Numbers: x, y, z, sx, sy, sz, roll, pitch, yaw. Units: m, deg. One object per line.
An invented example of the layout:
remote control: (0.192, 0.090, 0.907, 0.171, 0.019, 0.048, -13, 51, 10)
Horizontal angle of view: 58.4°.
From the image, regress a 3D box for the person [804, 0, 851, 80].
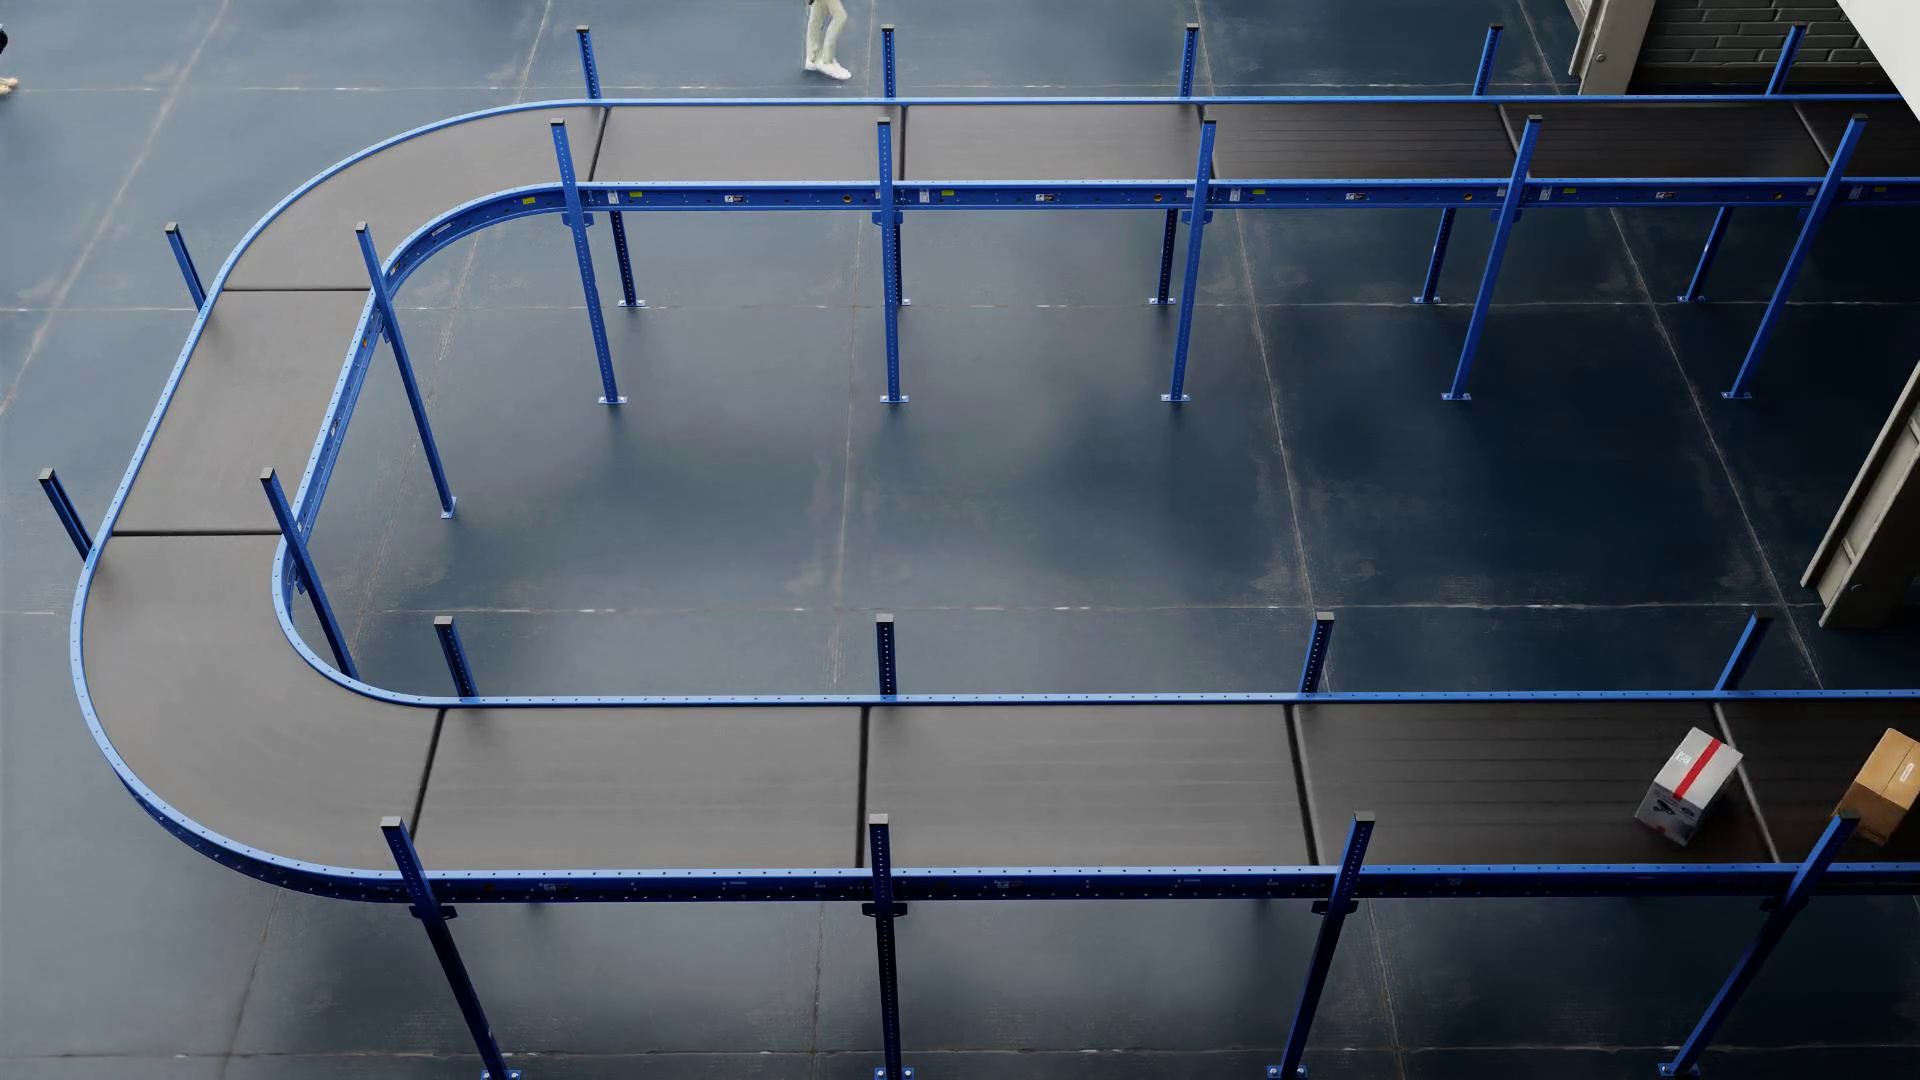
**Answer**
person: (-1.115, -4.778, 14.479, 0.571, 1.848, 0.512, 1, 47, 1)

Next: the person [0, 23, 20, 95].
person: (-8.256, -4.480, 14.302, 0.371, 1.680, 0.548, -22, 51, -20)
